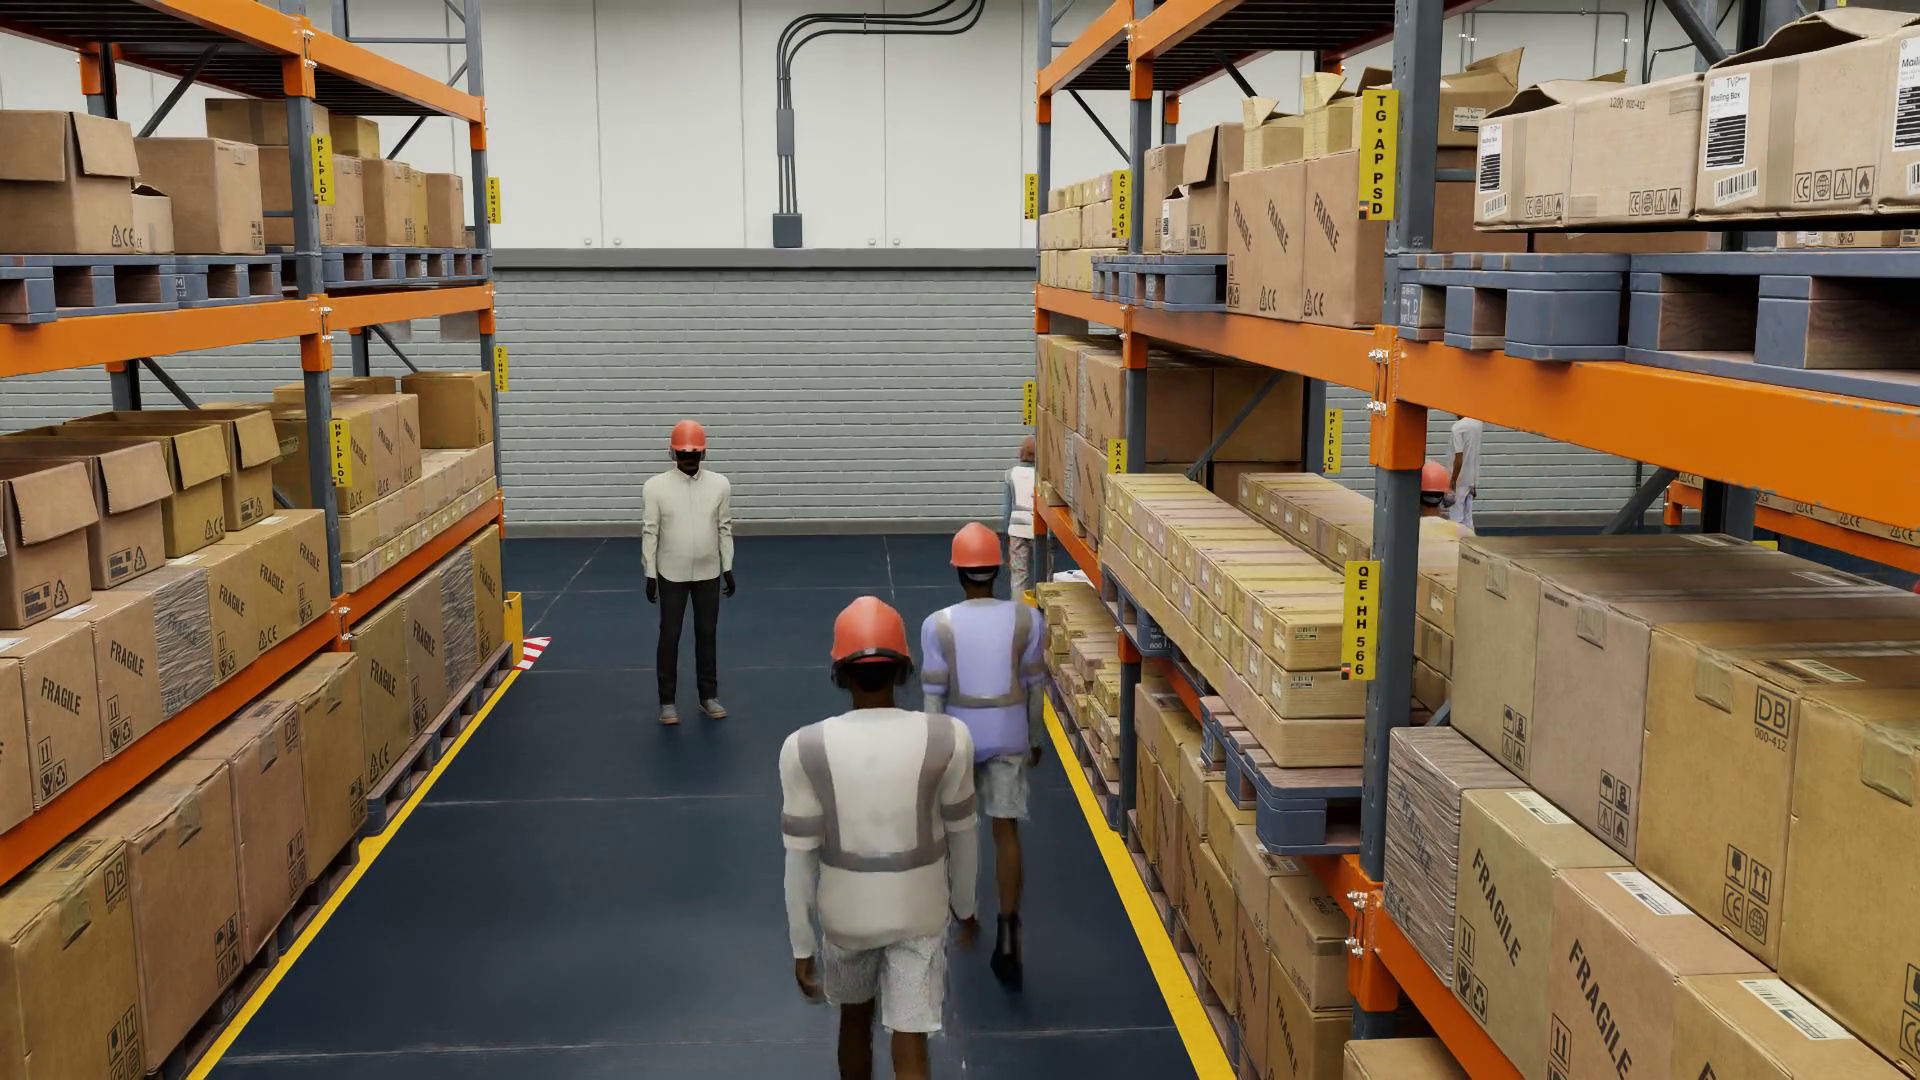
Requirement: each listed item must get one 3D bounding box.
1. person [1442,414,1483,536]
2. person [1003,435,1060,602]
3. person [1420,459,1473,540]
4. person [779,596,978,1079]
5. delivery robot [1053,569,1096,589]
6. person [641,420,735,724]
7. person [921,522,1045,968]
[{"bbox_3d":[4.624,-0.496,15.372,0.311,1.869,0.533,8,13,40],"label":"person"},{"bbox_3d":[0.579,-0.028,13.338,0.528,1.632,0.353,4,11,25],"label":"person"},{"bbox_3d":[2.652,0.487,9.503,0.553,1.901,0.949,-2,10,-10],"label":"person"},{"bbox_3d":[-0.248,1.173,5.190,0.611,2.002,1.036,0,10,0],"label":"person"},{"bbox_3d":[1.089,0.405,13.649,0.477,0.478,0.707,-8,12,-38],"label":"delivery robot"},{"bbox_3d":[-1.763,0.206,10.873,0.621,1.989,0.398,-5,11,-26],"label":"person"},{"bbox_3d":[0.105,0.873,7.239,0.545,1.900,0.961,0,10,-2],"label":"person"}]
